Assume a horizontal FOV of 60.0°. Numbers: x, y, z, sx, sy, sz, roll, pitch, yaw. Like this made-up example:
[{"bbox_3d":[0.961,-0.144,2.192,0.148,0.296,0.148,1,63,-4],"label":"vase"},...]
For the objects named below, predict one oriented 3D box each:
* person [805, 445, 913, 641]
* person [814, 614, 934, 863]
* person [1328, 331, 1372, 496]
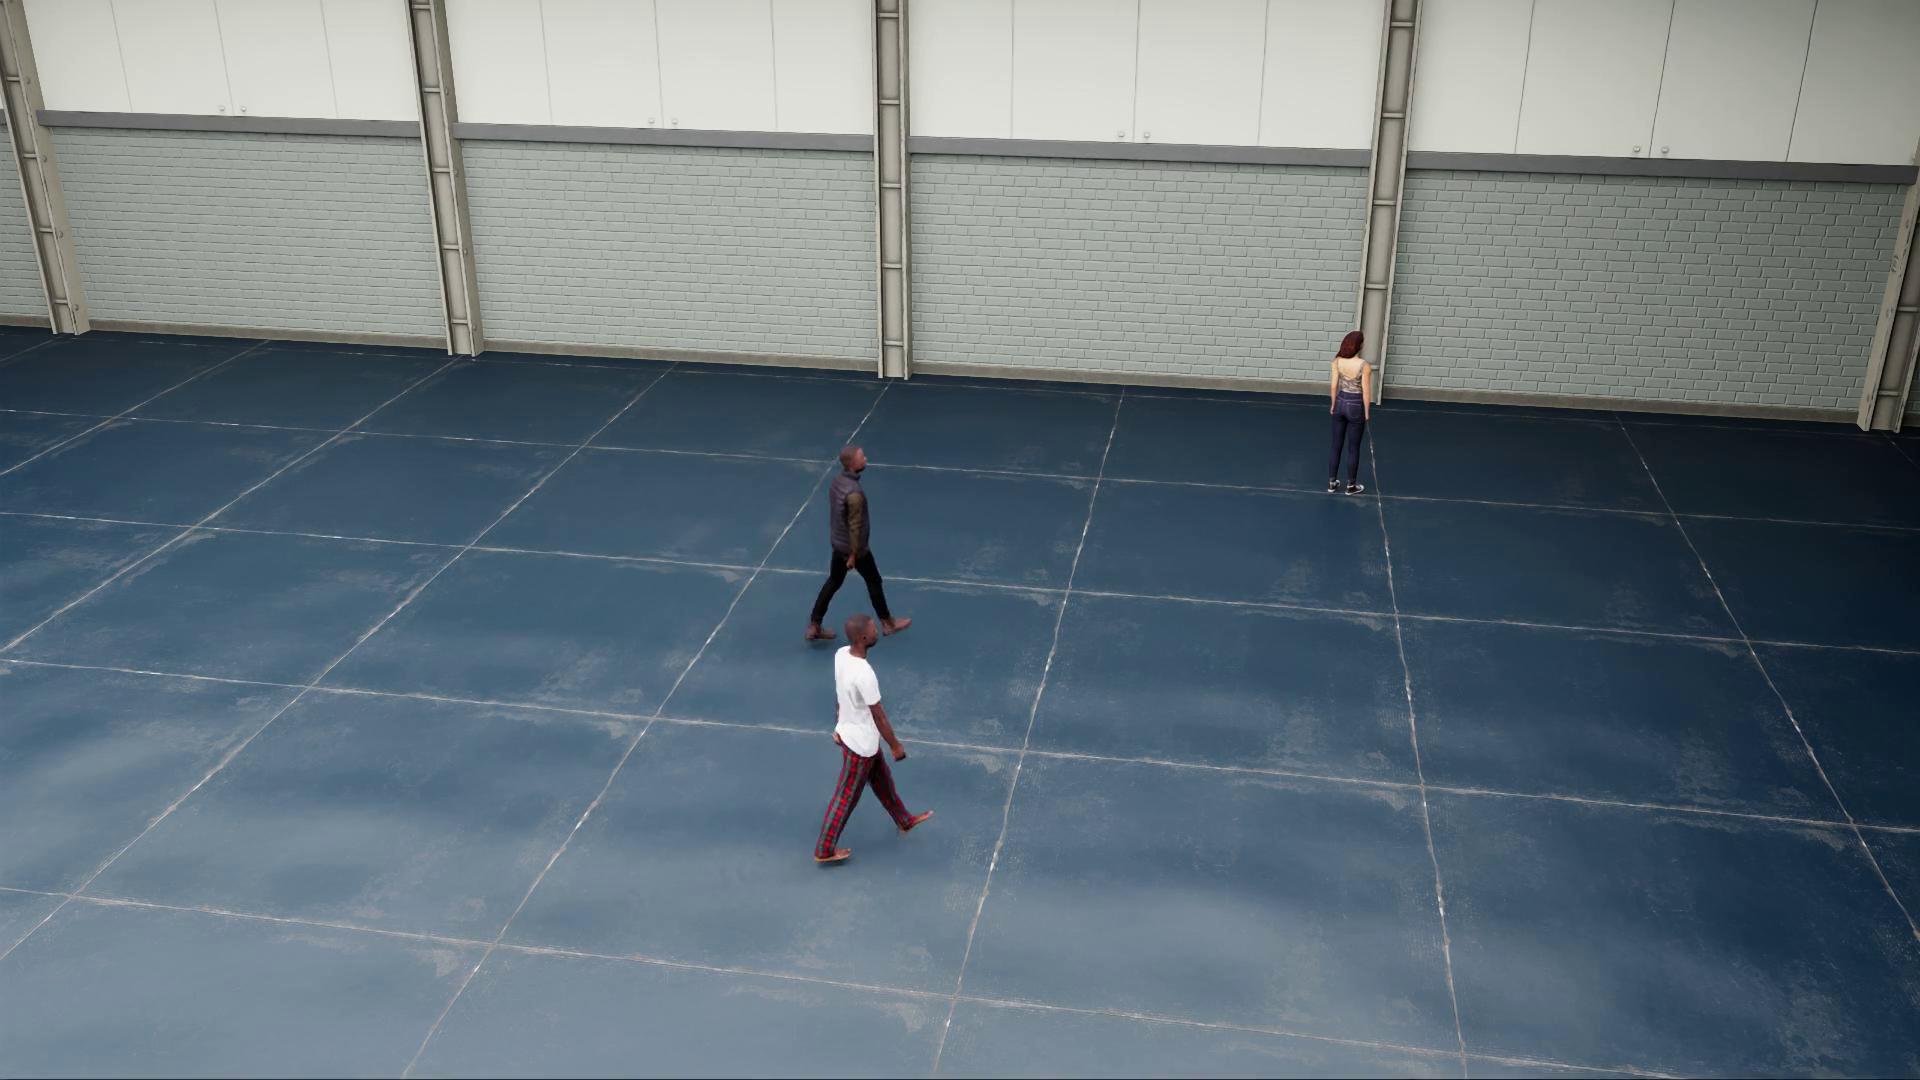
[{"bbox_3d":[-1.024,0.070,14.255,1.293,1.792,1.127,-10,25,-22],"label":"person"},{"bbox_3d":[-0.760,1.384,11.174,1.231,1.784,1.017,-8,24,-17],"label":"person"},{"bbox_3d":[4.127,-1.356,17.636,0.632,1.769,0.750,17,28,35],"label":"person"}]
